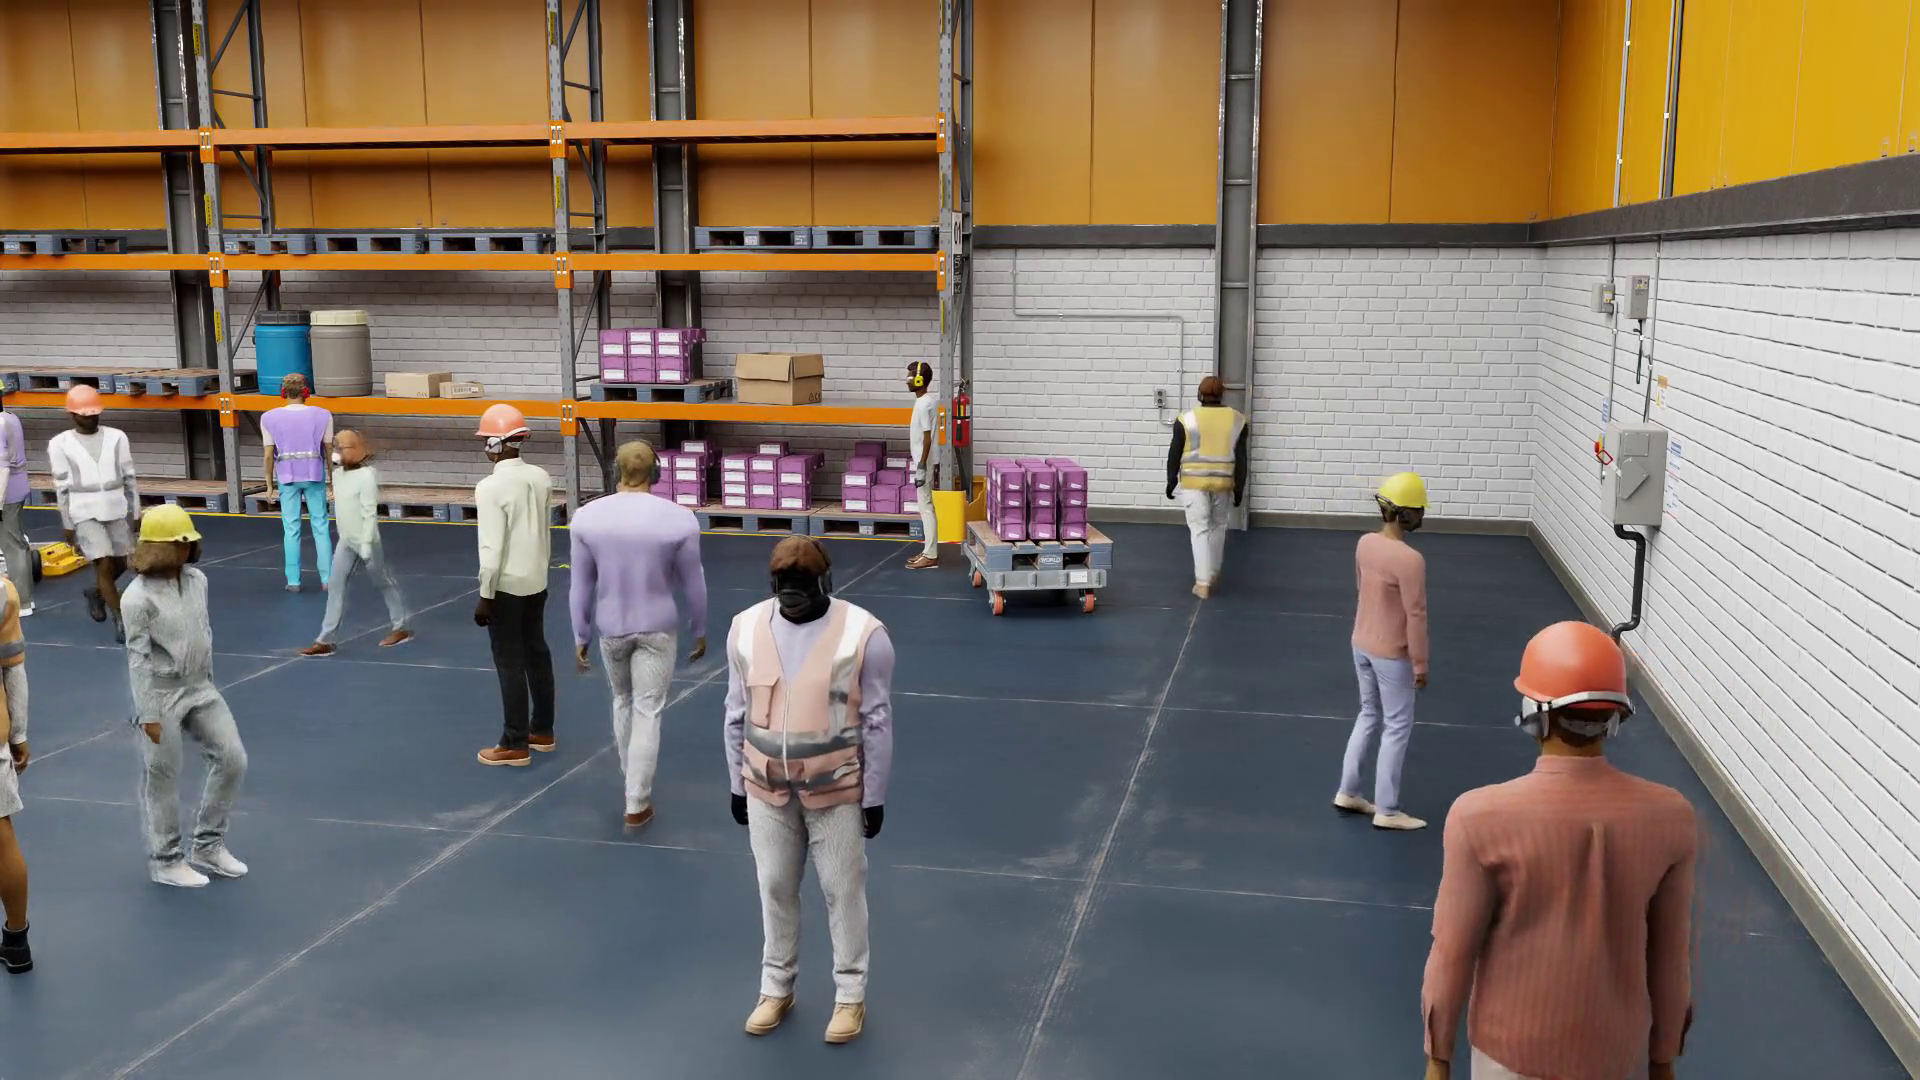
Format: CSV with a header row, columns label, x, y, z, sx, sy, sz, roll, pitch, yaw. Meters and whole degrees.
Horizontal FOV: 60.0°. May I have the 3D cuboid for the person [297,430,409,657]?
label,x,y,z,sx,sy,sz,roll,pitch,yaw
person,-4.283,0.016,11.742,0.515,1.582,0.847,7,12,35

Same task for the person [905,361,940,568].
label,x,y,z,sx,sy,sz,roll,pitch,yaw
person,-0.341,-0.671,15.003,0.310,1.864,0.532,1,10,4

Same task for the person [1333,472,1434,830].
label,x,y,z,sx,sy,sz,roll,pitch,yaw
person,2.088,0.543,8.113,0.355,1.763,0.554,-3,10,-19

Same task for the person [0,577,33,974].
label,x,y,z,sx,sy,sz,roll,pitch,yaw
person,-3.836,0.756,6.326,0.349,1.940,0.551,7,12,36

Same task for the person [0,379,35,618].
label,x,y,z,sx,sy,sz,roll,pitch,yaw
person,-7.419,-0.339,12.877,0.376,1.918,0.584,-4,10,-21

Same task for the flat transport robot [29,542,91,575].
label,x,y,z,sx,sy,sz,roll,pitch,yaw
flat transport robot,-8.563,0.169,14.736,1.431,0.197,0.652,-1,10,-6

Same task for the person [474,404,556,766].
label,x,y,z,sx,sy,sz,roll,pitch,yaw
person,-2.474,0.245,9.190,0.382,1.993,0.622,3,10,18

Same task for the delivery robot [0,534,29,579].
label,x,y,z,sx,sy,sz,roll,pitch,yaw
delivery robot,-8.034,0.102,14.015,0.477,0.478,0.707,-5,11,-30

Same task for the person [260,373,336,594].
label,x,y,z,sx,sy,sz,roll,pitch,yaw
person,-5.491,-0.466,13.859,0.565,1.838,0.387,-4,10,-24

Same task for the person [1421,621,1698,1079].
label,x,y,z,sx,sy,sz,roll,pitch,yaw
person,1.398,1.172,3.832,0.626,1.962,0.937,-1,10,-8

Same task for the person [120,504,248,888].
label,x,y,z,sx,sy,sz,roll,pitch,yaw
person,-3.390,0.696,7.289,0.501,1.725,0.519,3,10,17

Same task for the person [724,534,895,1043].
label,x,y,z,sx,sy,sz,roll,pitch,yaw
person,-0.544,0.880,5.921,0.628,1.836,0.430,3,10,15

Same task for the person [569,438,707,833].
label,x,y,z,sx,sy,sz,roll,pitch,yaw
person,-1.571,0.436,8.311,0.648,1.901,0.881,0,10,1

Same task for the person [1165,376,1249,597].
label,x,y,z,sx,sy,sz,roll,pitch,yaw
person,2.029,-0.467,13.945,0.633,1.816,0.822,-1,10,-9

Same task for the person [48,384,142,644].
label,x,y,z,sx,sy,sz,roll,pitch,yaw
person,-6.342,-0.208,12.177,0.577,1.898,0.758,-9,13,-42
